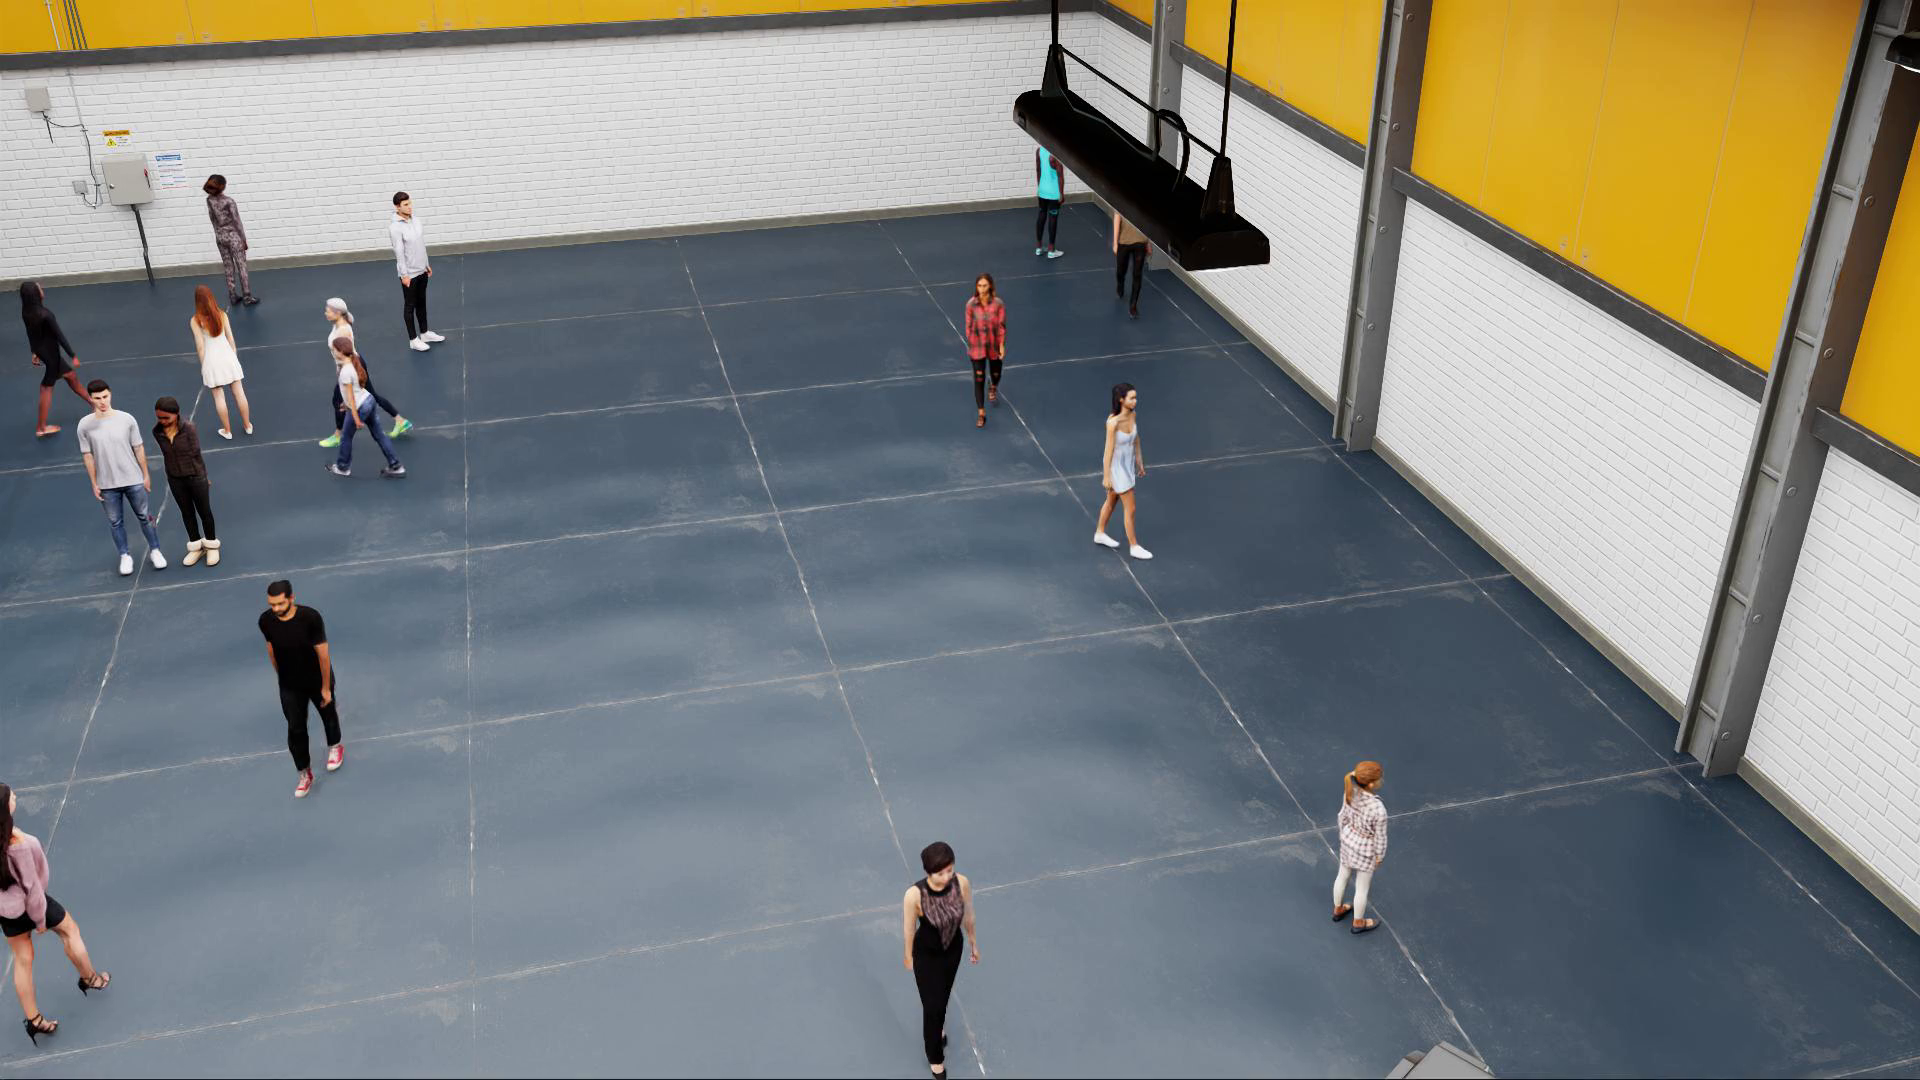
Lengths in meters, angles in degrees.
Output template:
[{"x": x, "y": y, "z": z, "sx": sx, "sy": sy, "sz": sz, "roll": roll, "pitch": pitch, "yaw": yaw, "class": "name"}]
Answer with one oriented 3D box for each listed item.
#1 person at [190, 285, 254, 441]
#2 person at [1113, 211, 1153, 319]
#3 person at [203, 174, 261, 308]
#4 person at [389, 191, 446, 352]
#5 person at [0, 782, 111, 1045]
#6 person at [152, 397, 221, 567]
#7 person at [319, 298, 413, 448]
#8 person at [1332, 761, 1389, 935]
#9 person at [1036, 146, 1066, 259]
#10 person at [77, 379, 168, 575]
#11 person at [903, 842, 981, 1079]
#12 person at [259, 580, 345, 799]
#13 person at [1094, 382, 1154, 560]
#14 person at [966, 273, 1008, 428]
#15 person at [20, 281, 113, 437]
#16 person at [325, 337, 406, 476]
[{"x": -7.936, "y": -1.914, "z": 17.824, "sx": 0.631, "sy": 1.711, "sz": 0.641, "roll": -20, "pitch": 34, "yaw": -32, "class": "person"}, {"x": 2.190, "y": -3.798, "z": 21.148, "sx": 0.820, "sy": 1.836, "sz": 1.092, "roll": -1, "pitch": 29, "yaw": -2, "class": "person"}, {"x": -9.396, "y": -3.860, "z": 21.389, "sx": 0.668, "sy": 1.714, "sz": 0.694, "roll": 8, "pitch": 30, "yaw": 14, "class": "person"}, {"x": -6.627, "y": -3.270, "z": 20.081, "sx": 0.837, "sy": 1.931, "sz": 0.732, "roll": 9, "pitch": 30, "yaw": 15, "class": "person"}, {"x": -5.721, "y": 2.296, "z": 10.031, "sx": 0.863, "sy": 1.785, "sz": 0.970, "roll": 9, "pitch": 30, "yaw": 15, "class": "person"}, {"x": -7.175, "y": -0.587, "z": 15.445, "sx": 0.650, "sy": 1.660, "sz": 0.603, "roll": -7, "pitch": 29, "yaw": -13, "class": "person"}, {"x": -6.343, "y": -1.773, "z": 17.621, "sx": 0.696, "sy": 1.658, "sz": 1.129, "roll": -8, "pitch": 30, "yaw": -15, "class": "person"}, {"x": 2.643, "y": 2.025, "z": 11.023, "sx": 0.646, "sy": 1.310, "sz": 0.529, "roll": -19, "pitch": 34, "yaw": -31, "class": "person"}, {"x": 1.230, "y": -4.830, "z": 23.066, "sx": 0.646, "sy": 1.811, "sz": 0.758, "roll": 24, "pitch": 36, "yaw": 36, "class": "person"}, {"x": -7.689, "y": -0.590, "z": 15.214, "sx": 0.713, "sy": 1.886, "sz": 0.649, "roll": -13, "pitch": 31, "yaw": -23, "class": "person"}, {"x": -0.164, "y": 2.419, "z": 10.010, "sx": 0.691, "sy": 1.588, "sz": 0.806, "roll": -16, "pitch": 33, "yaw": -27, "class": "person"}, {"x": -4.877, "y": 0.988, "z": 12.489, "sx": 0.685, "sy": 1.725, "sz": 0.926, "roll": -4, "pitch": 29, "yaw": -8, "class": "person"}, {"x": 1.417, "y": -0.684, "z": 15.575, "sx": 1.009, "sy": 1.707, "sz": 0.933, "roll": 18, "pitch": 33, "yaw": 29, "class": "person"}, {"x": 0.311, "y": -2.135, "z": 18.262, "sx": 0.844, "sy": 1.681, "sz": 1.111, "roll": 3, "pitch": 29, "yaw": 5, "class": "person"}, {"x": -9.854, "y": -1.913, "z": 17.867, "sx": 1.167, "sy": 1.669, "sz": 1.182, "roll": 18, "pitch": 33, "yaw": 29, "class": "person"}, {"x": -6.044, "y": -1.334, "z": 16.962, "sx": 0.884, "sy": 1.520, "sz": 1.041, "roll": 4, "pitch": 29, "yaw": 8, "class": "person"}]
